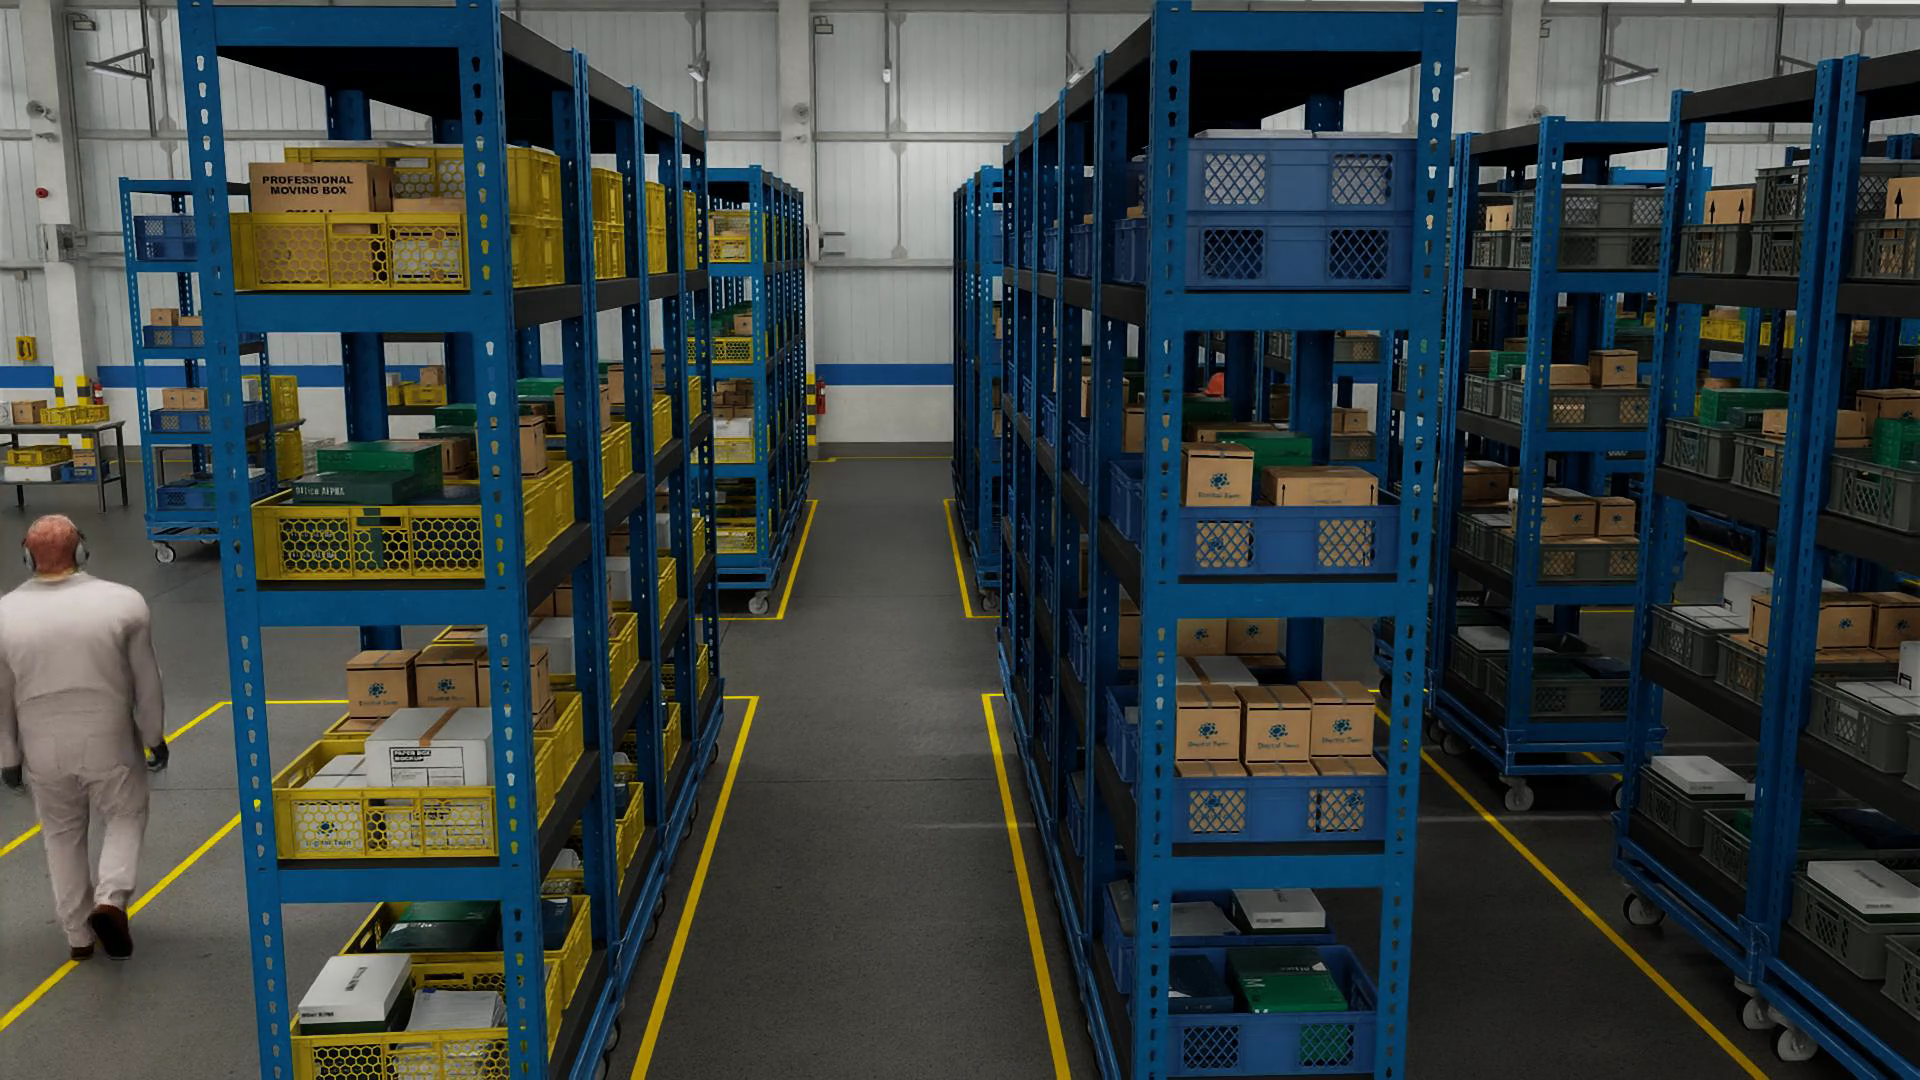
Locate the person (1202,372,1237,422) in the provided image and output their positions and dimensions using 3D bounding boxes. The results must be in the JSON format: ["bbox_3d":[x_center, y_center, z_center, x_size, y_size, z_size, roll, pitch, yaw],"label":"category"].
[{"bbox_3d":[2.093,-0.335,13.214,0.380,1.996,0.608,1,10,5],"label":"person"}]

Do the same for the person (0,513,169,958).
[{"bbox_3d":[-3.633,0.834,6.855,0.662,1.890,0.513,-4,11,-20],"label":"person"}]

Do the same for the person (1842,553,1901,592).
[{"bbox_3d":[6.541,-0.037,11.996,0.447,1.826,0.602,0,10,0],"label":"person"}]
